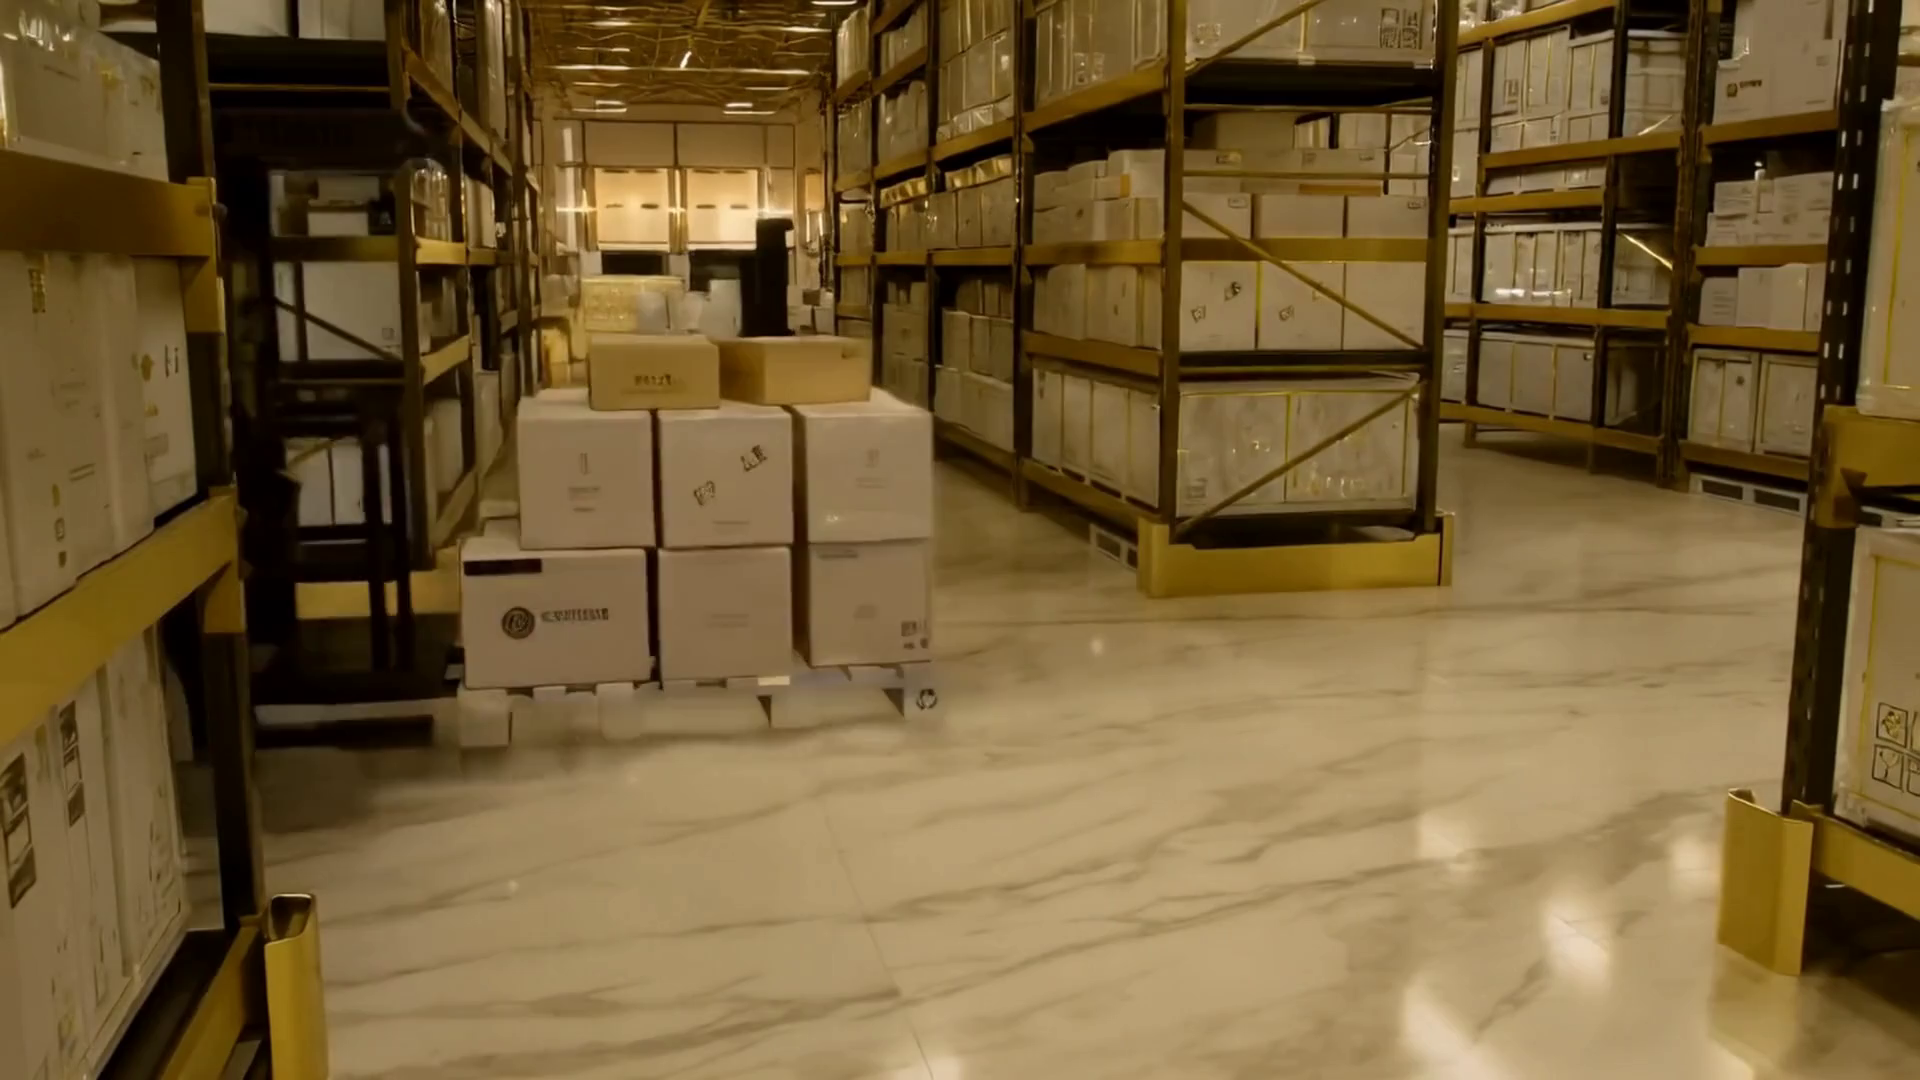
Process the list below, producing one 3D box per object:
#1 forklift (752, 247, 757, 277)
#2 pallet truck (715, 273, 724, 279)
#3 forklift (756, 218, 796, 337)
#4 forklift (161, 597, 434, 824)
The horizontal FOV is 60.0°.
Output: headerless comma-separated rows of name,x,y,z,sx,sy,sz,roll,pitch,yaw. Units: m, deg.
forklift,-5.819,-7.508,50.585,1.129,2.768,1.873,-3,10,-18
pallet truck,-8.580,-8.986,62.280,1.885,1.965,0.823,1,9,5
forklift,-2.396,-2.729,21.460,1.873,2.768,1.129,-2,10,-12
forklift,-3.215,-0.311,6.722,1.873,2.768,1.129,-2,10,-13
